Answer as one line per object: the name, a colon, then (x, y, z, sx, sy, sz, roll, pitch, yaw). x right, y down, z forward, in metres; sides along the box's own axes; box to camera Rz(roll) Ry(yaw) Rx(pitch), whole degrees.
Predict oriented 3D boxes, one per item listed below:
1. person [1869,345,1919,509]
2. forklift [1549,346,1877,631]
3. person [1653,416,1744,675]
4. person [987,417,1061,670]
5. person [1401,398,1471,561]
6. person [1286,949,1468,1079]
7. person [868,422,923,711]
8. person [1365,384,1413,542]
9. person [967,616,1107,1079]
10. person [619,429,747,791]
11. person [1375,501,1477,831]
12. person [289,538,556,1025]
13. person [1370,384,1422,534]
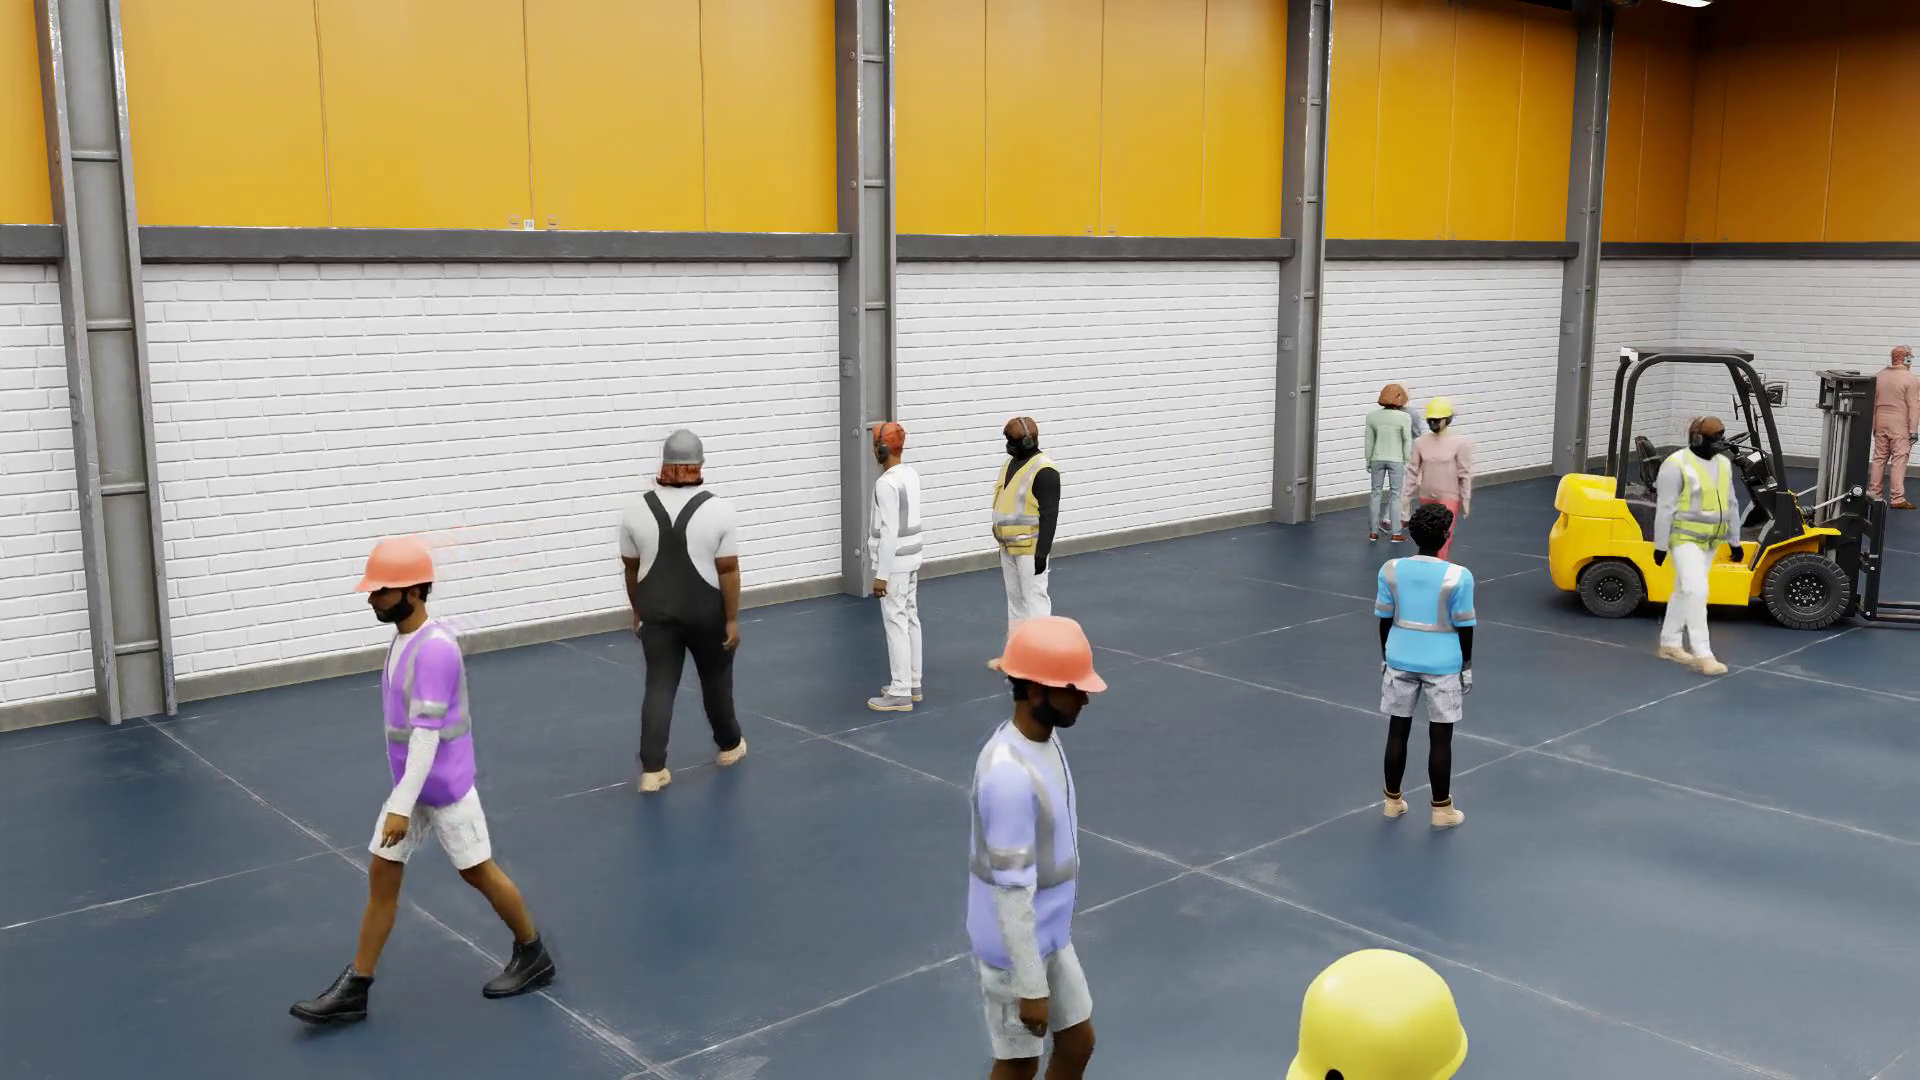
person: (10.953, -1.321, 19.452, 0.410, 1.913, 0.641, -3, 10, -19)
forklift: (6.109, -0.478, 13.691, 2.313, 2.155, 1.214, 3, 10, 16)
person: (5.308, 0.034, 11.789, 0.651, 1.809, 0.824, -5, 11, -28)
person: (0.439, 0.052, 11.641, 0.429, 1.838, 0.621, -5, 11, -27)
person: (4.006, -0.327, 14.115, 0.550, 1.733, 0.729, 9, 13, 43)
person: (0.649, 1.549, 2.632, 0.380, 1.917, 0.586, -8, 13, -39)
person: (-0.419, 0.169, 10.808, 0.338, 1.882, 0.582, 3, 10, 17)
person: (4.421, -0.793, 17.172, 0.497, 1.633, 0.283, 6, 11, 32)
person: (0.265, 1.161, 4.882, 0.531, 1.913, 0.596, 3, 10, 14)
person: (-1.533, 0.341, 9.344, 0.695, 2.000, 0.925, 2, 10, 9)
person: (2.396, 0.645, 8.569, 0.532, 1.696, 0.319, 7, 12, 37)
person: (-2.066, 0.923, 6.418, 1.019, 1.888, 0.561, -7, 12, -37)
person: (4.612, -0.858, 17.681, 0.848, 1.580, 0.530, -8, 12, -39)
